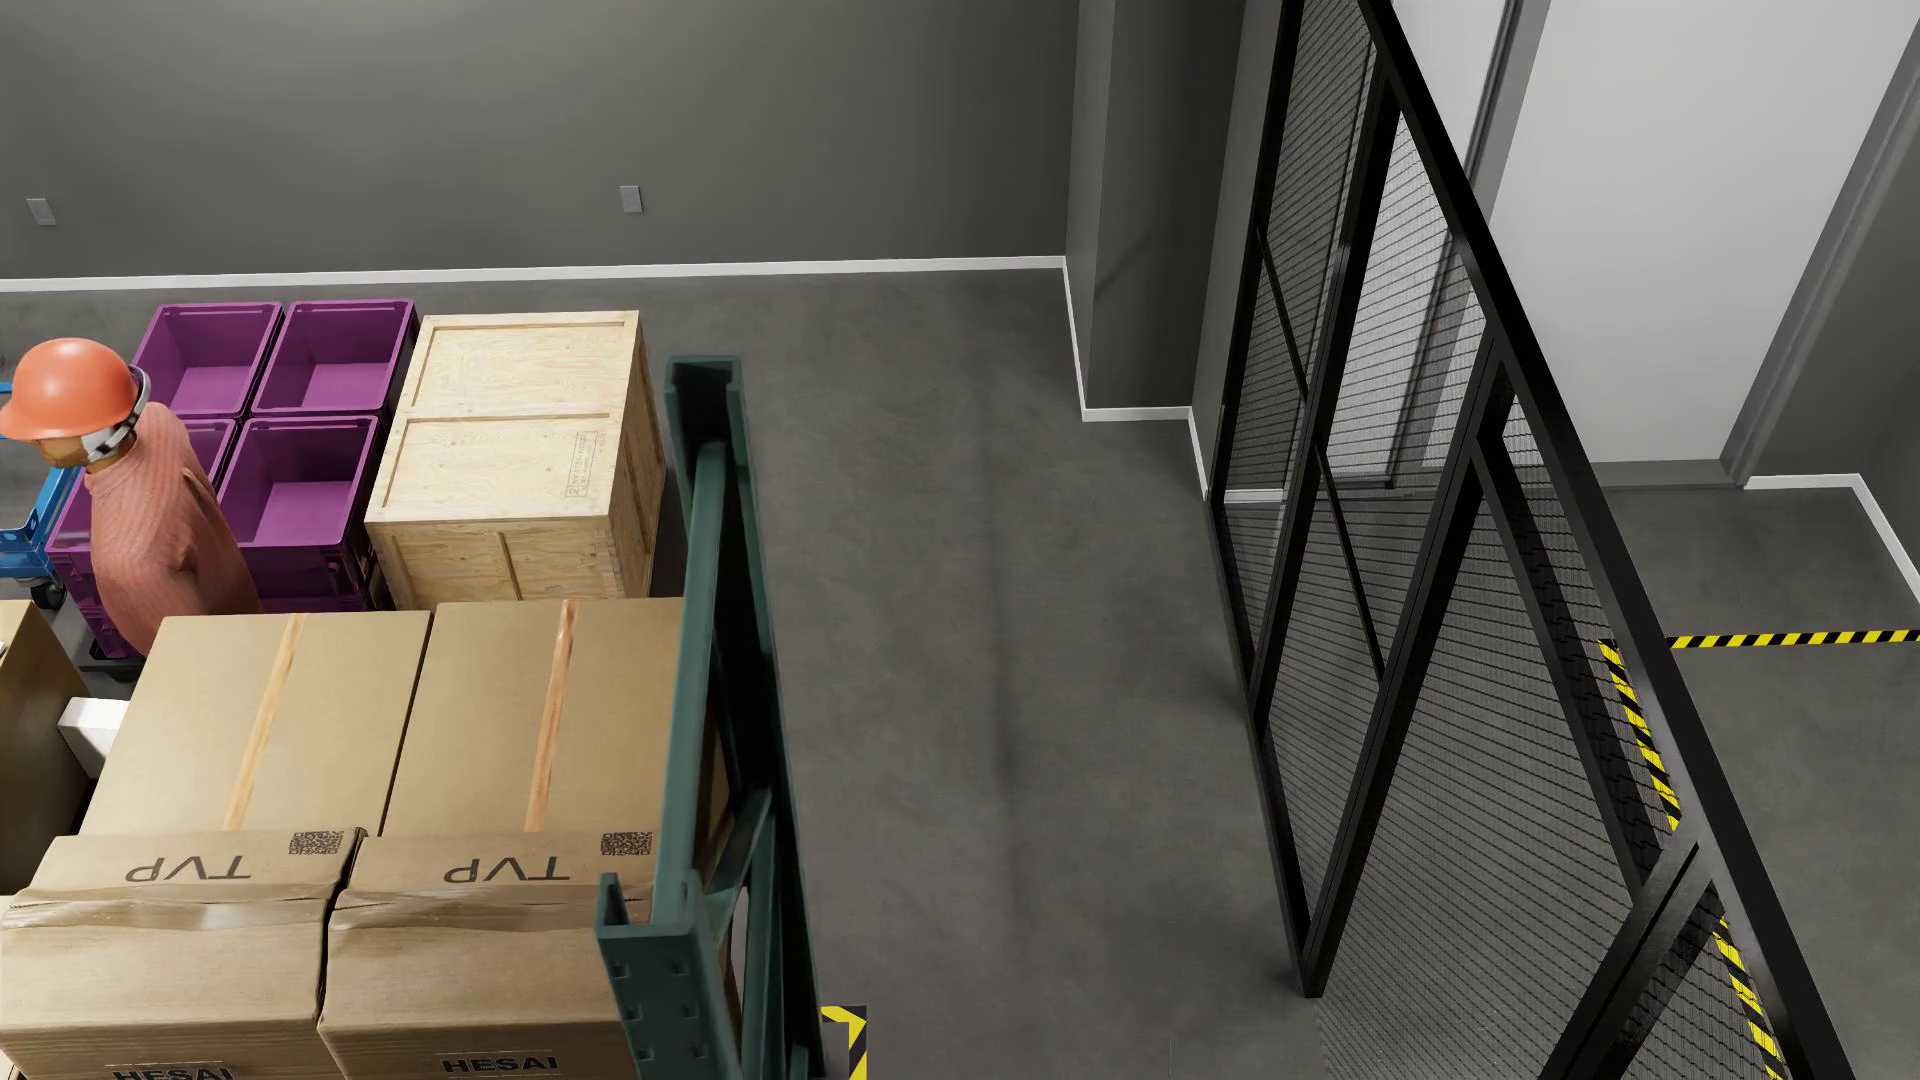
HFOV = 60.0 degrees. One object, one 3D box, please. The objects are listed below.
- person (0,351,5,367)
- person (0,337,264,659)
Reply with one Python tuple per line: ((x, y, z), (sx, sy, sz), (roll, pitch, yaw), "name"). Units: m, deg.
((-4.036, -1.274, 5.973), (0.370, 1.940, 0.627), (-3, 46, -3), "person")
((-2.042, 0.251, 4.476), (0.369, 1.996, 0.622), (-13, 48, -12), "person")
